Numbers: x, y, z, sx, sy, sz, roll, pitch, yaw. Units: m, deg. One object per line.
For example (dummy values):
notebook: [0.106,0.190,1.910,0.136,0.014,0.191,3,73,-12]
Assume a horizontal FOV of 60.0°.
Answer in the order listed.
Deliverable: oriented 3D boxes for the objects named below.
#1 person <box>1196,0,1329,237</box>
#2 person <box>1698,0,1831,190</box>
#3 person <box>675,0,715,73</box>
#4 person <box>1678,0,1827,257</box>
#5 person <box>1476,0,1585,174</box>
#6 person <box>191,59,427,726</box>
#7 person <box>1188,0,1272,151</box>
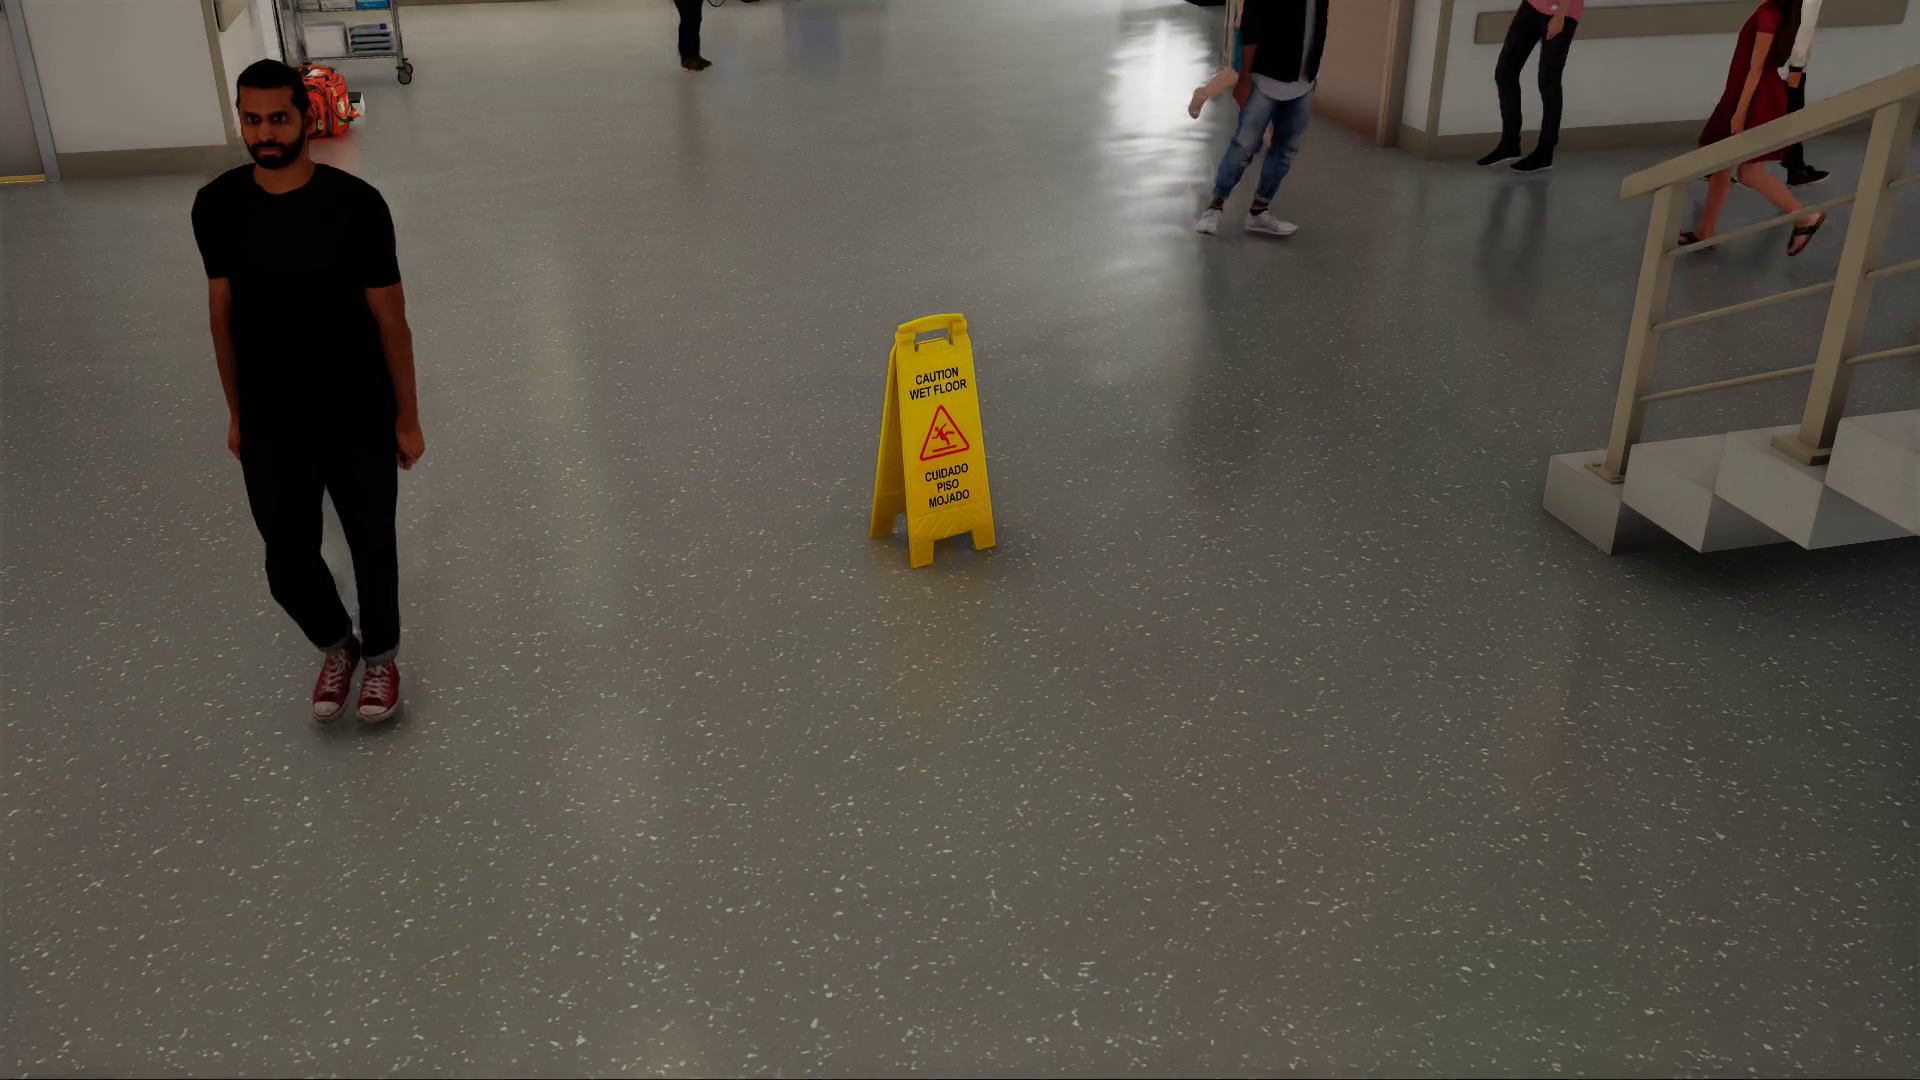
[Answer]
person: [1.597,-2.433,8.592,0.941,1.775,0.842,-11,28,-22]
person: [4.633,-2.701,9.571,0.792,1.406,0.962,-1,26,-2]
person: [-2.196,-4.434,13.128,0.778,1.438,0.720,10,28,20]
person: [4.040,-2.162,8.305,0.972,1.534,0.946,13,28,24]
person: [3.591,-3.144,9.880,0.791,1.937,0.690,-9,27,-19]
person: [-1.648,-0.363,4.325,0.668,1.751,0.613,-4,26,-9]
person: [1.812,-3.314,10.535,0.985,1.673,0.852,20,32,35]
